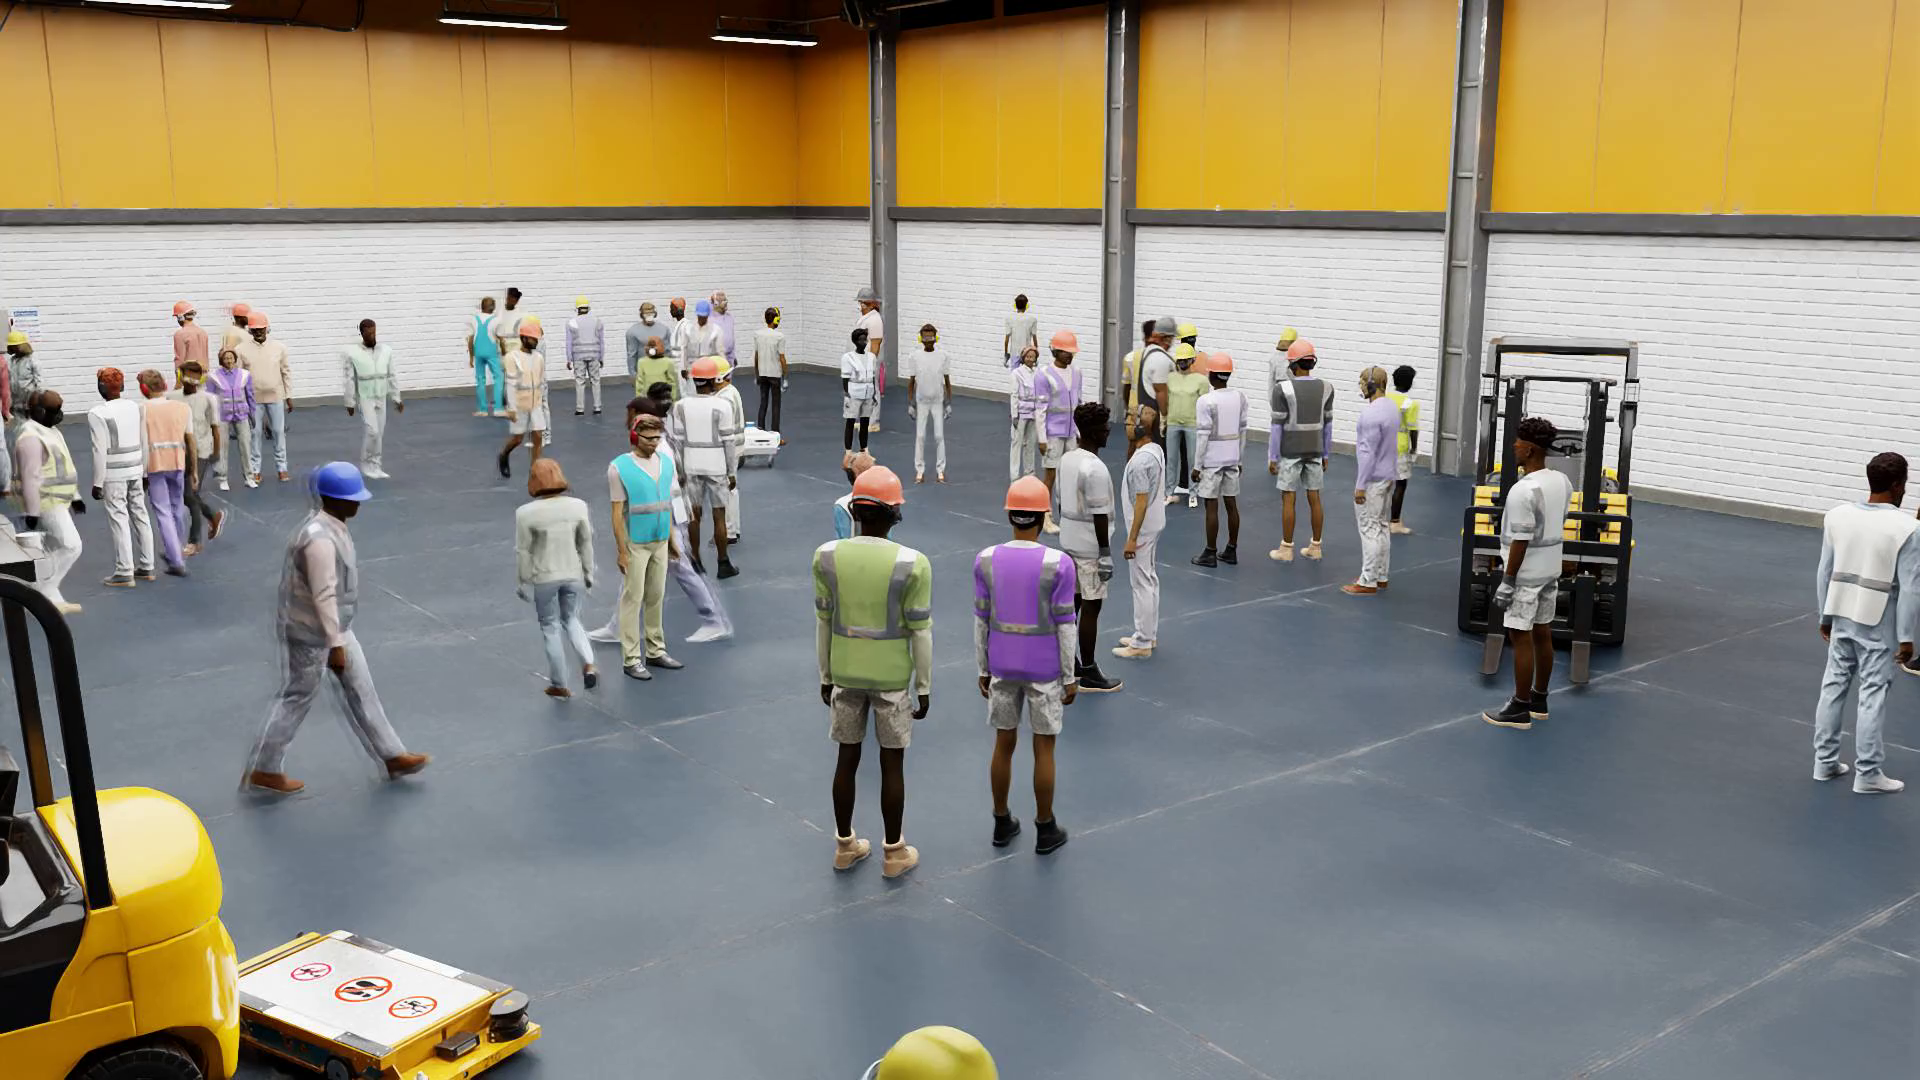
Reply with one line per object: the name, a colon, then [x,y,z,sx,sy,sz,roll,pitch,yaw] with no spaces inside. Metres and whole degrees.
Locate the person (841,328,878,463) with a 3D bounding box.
person: [-1.247,-1.786,20.696,0.529,1.696,0.321,-10,15,-40]

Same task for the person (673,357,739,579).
person: [-2.207,-0.624,14.496,0.543,1.939,0.371,3,12,13]

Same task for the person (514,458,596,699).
person: [-2.653,0.269,10.963,0.508,1.618,0.398,-9,15,-38]

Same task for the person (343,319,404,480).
person: [-6.890,-1.650,19.559,0.511,1.898,0.598,9,14,36]

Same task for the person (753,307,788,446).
person: [-2.518,-2.172,22.187,0.528,1.857,0.333,6,13,27]

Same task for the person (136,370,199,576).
person: [-7.109,-0.605,14.754,0.586,1.791,0.920,-11,16,-43]

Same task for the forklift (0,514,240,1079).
forklift: [-3.687,1.115,5.480,2.313,2.155,1.214,-9,15,-36]

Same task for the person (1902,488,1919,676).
person: [6.856,-0.012,11.477,0.613,1.962,0.367,0,12,-2]

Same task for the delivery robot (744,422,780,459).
delivery robot: [-2.573,-1.208,20.449,0.707,0.478,0.477,-3,12,-13]

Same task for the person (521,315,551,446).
person: [-5.678,-2.127,22.220,0.282,1.746,0.493,2,12,8]

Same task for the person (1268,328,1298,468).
person: [3.965,-1.705,20.213,0.333,1.735,0.489,-10,15,-41]

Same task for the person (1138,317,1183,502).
person: [2.218,-1.430,18.142,0.535,2.000,0.691,-1,12,-7]

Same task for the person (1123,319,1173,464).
person: [2.117,-1.492,18.661,0.626,1.951,0.401,8,14,35]

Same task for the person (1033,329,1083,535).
person: [1.001,-1.056,16.382,0.611,2.030,0.409,-10,16,-41]

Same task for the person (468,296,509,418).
person: [-7.057,-2.730,24.963,0.737,1.822,0.457,1,12,4]

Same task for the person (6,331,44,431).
person: [-11.133,-1.621,19.814,0.487,1.737,0.323,4,12,17]

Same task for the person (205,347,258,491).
person: [-8.268,-1.378,18.893,0.513,1.630,0.317,-8,14,-35]

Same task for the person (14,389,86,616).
person: [-7.189,-0.286,13.169,0.475,1.821,0.624,-5,13,-22]

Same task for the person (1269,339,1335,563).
person: [3.088,-0.808,15.169,0.604,2.034,0.417,-3,12,-16]

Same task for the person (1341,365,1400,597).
person: [3.464,-0.492,13.897,0.367,1.929,0.637,7,14,30]

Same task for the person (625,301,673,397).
person: [-4.151,-2.229,22.283,0.638,1.928,0.367,-7,14,-32]

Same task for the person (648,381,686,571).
person: [-2.658,-0.576,14.852,0.319,1.696,0.537,8,14,33]

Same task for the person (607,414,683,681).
person: [-2.195,0.033,11.570,0.389,1.837,0.563,7,14,32]

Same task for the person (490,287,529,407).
person: [-7.083,-2.993,25.990,0.781,1.925,0.413,3,12,15]

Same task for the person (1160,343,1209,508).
person: [2.395,-1.228,17.837,0.525,1.769,0.313,4,12,19]

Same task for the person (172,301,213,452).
person: [-9.933,-2.091,21.499,0.411,1.979,0.625,2,12,10]

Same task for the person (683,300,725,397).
person: [-3.505,-2.317,22.699,0.614,1.920,0.586,1,12,6]

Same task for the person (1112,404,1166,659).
person: [1.298,-0.058,11.992,0.345,1.846,0.508,4,12,17]

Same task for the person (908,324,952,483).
person: [-0.346,-1.585,19.337,0.511,1.862,0.325,0,12,1]

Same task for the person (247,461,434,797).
person: [-3.507,0.494,9.215,1.024,1.881,0.644,-2,12,-8]

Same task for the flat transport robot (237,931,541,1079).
flat transport robot: [-2.421,1.851,6.593,1.431,0.197,0.652,7,14,30]

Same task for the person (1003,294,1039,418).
person: [0.912,-2.747,24.922,0.535,1.868,0.309,0,12,1]

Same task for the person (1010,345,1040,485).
person: [0.766,-1.406,19.008,0.515,1.636,0.314,-11,16,-42]

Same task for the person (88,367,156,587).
person: [-7.185,-0.543,14.239,0.345,1.882,0.584,4,12,18]

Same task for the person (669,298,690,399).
person: [-3.966,-2.512,23.764,0.358,1.880,0.575,-3,12,-14]

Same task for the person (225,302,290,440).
person: [-9.722,-2.289,22.672,1.012,1.876,0.558,-2,12,-8]

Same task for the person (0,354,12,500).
person: [-10.658,-1.370,18.103,0.372,1.940,0.629,8,14,34]

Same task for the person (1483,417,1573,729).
person: [3.565,0.204,10.428,0.602,1.967,0.366,-11,16,-43]

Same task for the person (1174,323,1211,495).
person: [2.552,-1.463,18.602,0.584,1.918,0.381,-10,15,-40]

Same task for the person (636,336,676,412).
person: [-3.778,-1.765,20.811,0.502,1.606,0.772,3,12,14]

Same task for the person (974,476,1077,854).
person: [0.338,0.635,8.457,0.549,1.926,0.388,5,13,24]

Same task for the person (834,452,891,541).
person: [-0.647,0.230,11.101,0.310,1.638,0.522,10,15,40]

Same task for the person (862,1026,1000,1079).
person: [-0.072,1.775,3.182,0.403,1.825,0.600,2,12,7]

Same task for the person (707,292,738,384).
person: [-3.550,-2.721,24.692,0.409,1.911,0.651,9,15,37]

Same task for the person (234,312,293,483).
person: [-8.085,-1.653,19.329,0.622,1.992,0.396,-5,13,-25]

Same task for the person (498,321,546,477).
person: [-5.045,-1.574,19.173,0.784,1.907,0.566,10,16,41]

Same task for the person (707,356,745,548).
person: [-2.250,-0.843,15.857,0.403,1.818,0.601,-1,12,-4]

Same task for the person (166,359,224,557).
person: [-7.134,-0.787,15.549,0.559,1.829,0.659,2,12,10]

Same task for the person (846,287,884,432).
person: [-1.349,-2.555,23.575,0.536,2.000,0.676,-3,12,-13]

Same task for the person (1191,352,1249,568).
person: [2.315,-0.718,14.953,0.543,1.939,0.360,-6,13,-28]

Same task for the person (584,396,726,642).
person: [-2.247,-0.131,12.344,1.029,1.865,0.597,-4,12,-19]

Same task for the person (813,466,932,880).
person: [-0.414,0.648,8.138,0.601,2.036,0.404,3,12,16]

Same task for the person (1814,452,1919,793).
person: [5.067,0.458,9.322,0.396,1.919,0.590,-5,13,-24]

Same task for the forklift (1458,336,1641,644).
forklift: [4.683,-0.471,13.136,1.214,2.155,2.313,4,12,20]

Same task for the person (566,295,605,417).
person: [-5.664,-2.778,25.160,0.597,1.830,0.404,-6,13,-27]

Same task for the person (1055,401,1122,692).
person: [0.861,0.041,11.217,0.366,1.967,0.602,-5,13,-22]
